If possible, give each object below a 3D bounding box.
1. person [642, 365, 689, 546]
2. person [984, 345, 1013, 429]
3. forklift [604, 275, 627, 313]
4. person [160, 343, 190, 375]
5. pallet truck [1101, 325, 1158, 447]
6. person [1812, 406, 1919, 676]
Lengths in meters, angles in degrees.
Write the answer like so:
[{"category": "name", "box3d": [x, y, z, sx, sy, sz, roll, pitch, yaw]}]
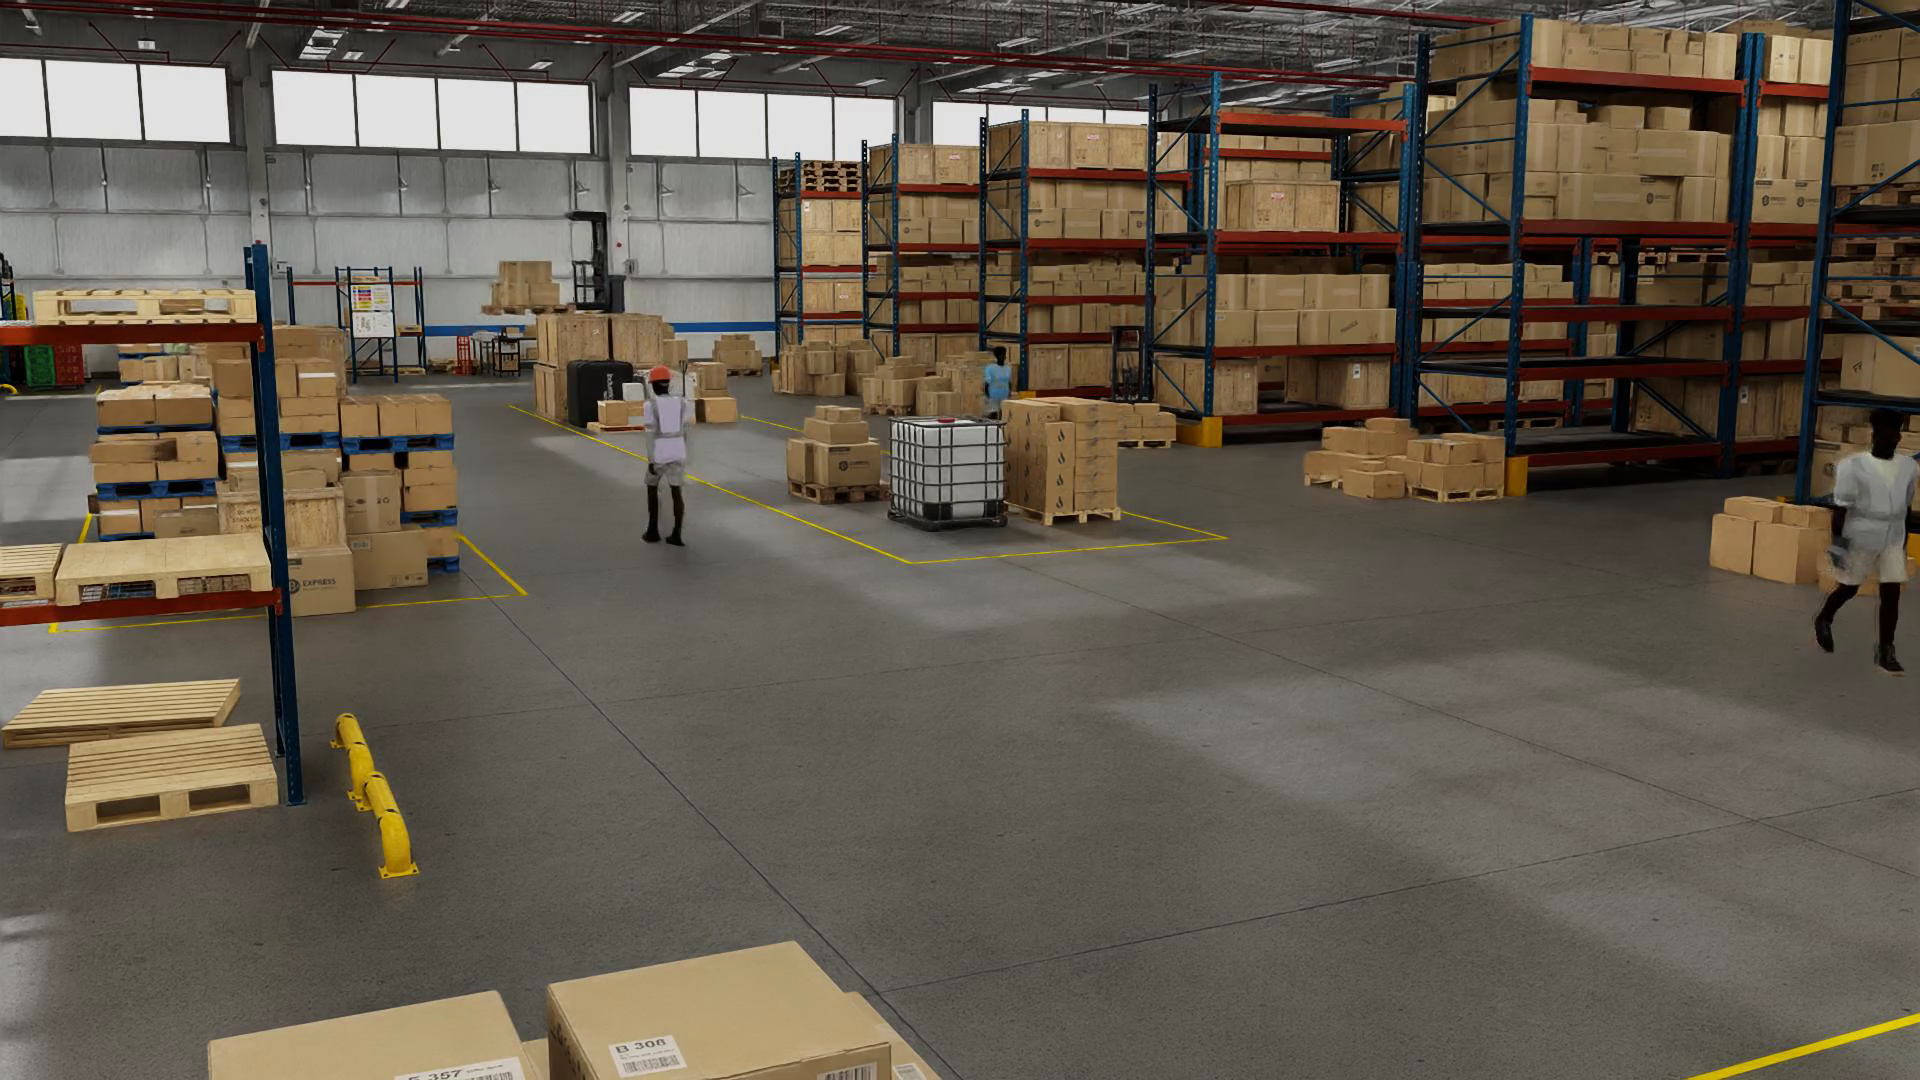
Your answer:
[{"category": "person", "box3d": [-3.160, -0.905, 17.709, 0.547, 1.903, 0.767, -6, 11, -33]}, {"category": "person", "box3d": [0.604, -2.425, 27.824, 0.540, 1.681, 0.504, -6, 11, -33]}, {"category": "forklift", "box3d": [-8.392, -5.079, 40.601, 1.873, 2.768, 1.129, -4, 10, -25]}, {"category": "person", "box3d": [-16.482, -3.679, 35.042, 0.595, 1.886, 0.923, -2, 9, -13]}, {"category": "pallet truck", "box3d": [2.881, -2.596, 27.923, 0.823, 1.965, 1.885, -1, 9, -7]}, {"category": "person", "box3d": [6.663, -0.029, 12.215, 0.608, 1.938, 0.910, 0, 9, -1]}]
